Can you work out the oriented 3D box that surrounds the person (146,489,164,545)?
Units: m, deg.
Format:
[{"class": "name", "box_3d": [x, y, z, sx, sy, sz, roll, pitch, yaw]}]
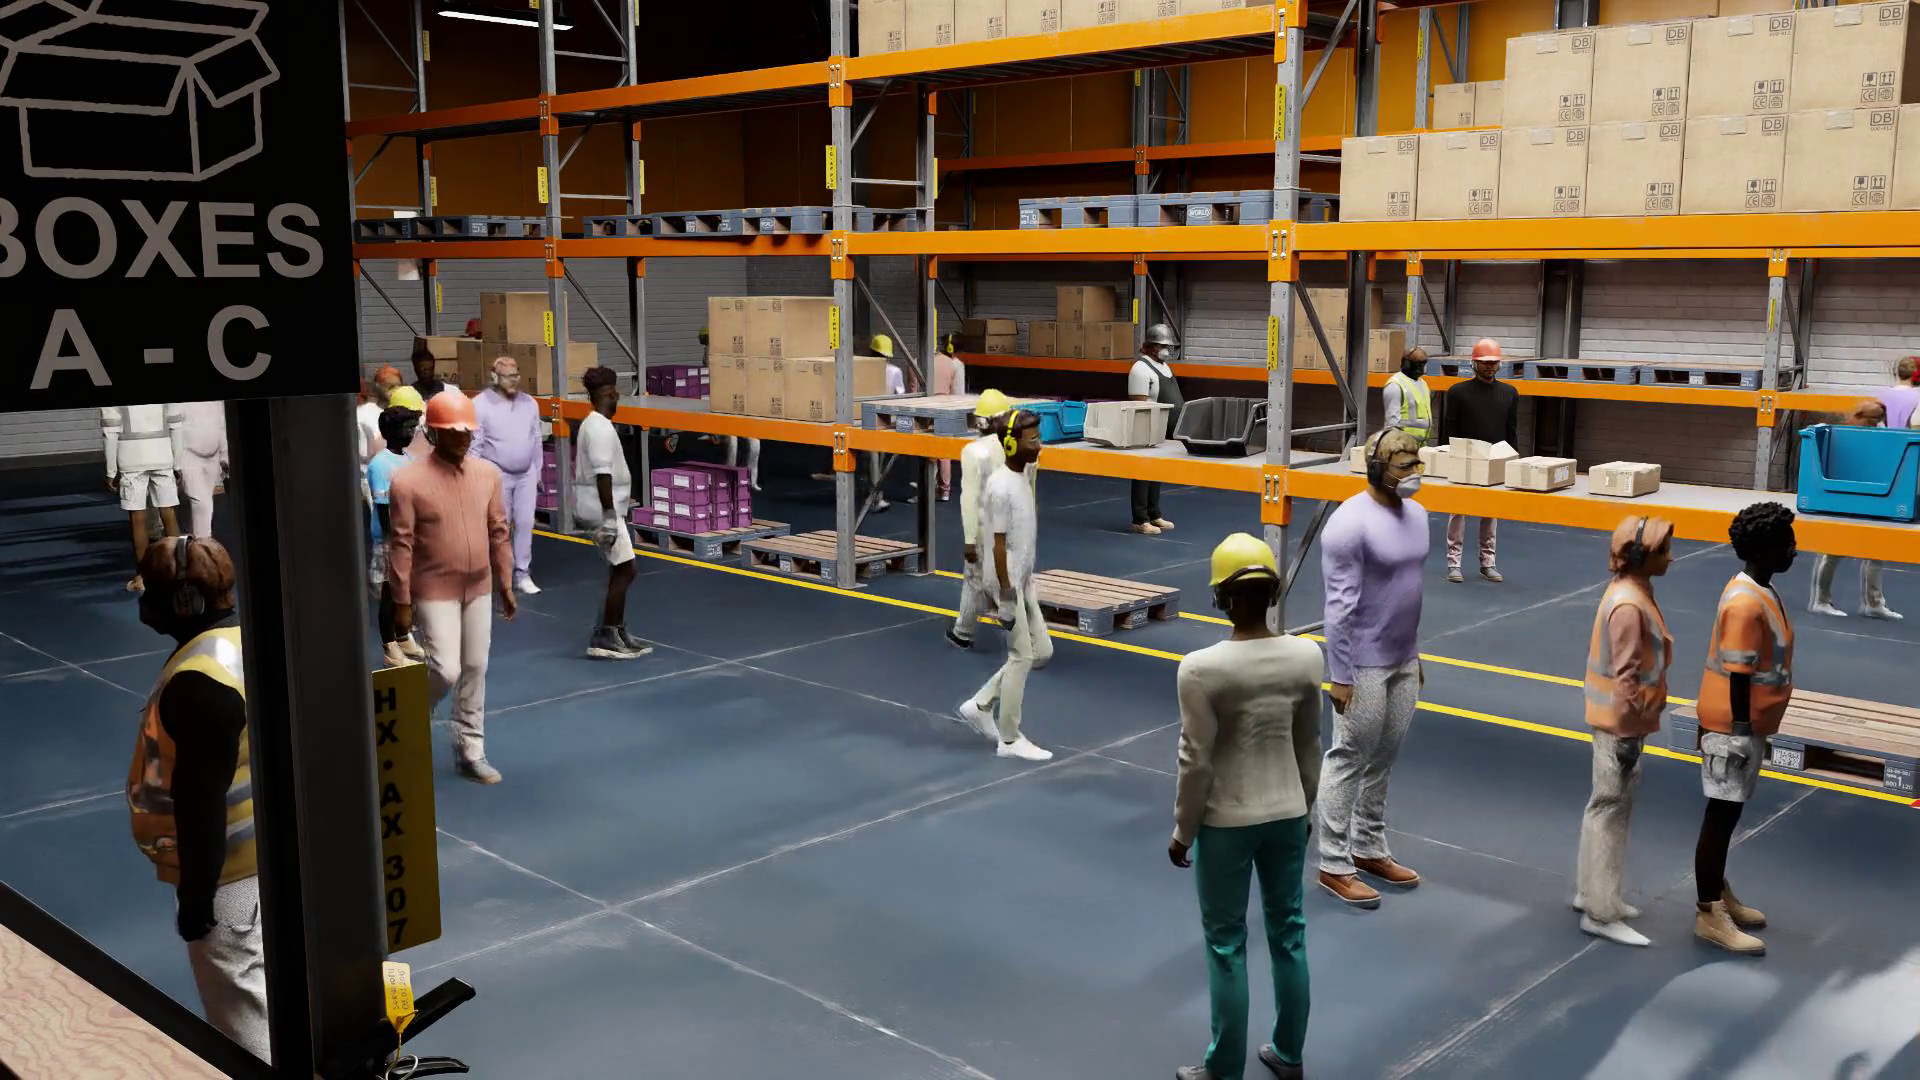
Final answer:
[{"class": "person", "box_3d": [-7.267, -0.794, 15.115, 0.709, 1.796, 0.599, 6, 11, 33]}]

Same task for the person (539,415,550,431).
[{"class": "person", "box_3d": [-5.070, -1.593, 19.632, 0.392, 1.921, 0.550, 1, 9, 8]}]

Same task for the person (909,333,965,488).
[{"class": "person", "box_3d": [-0.064, -1.476, 19.251, 0.998, 1.829, 0.520, 1, 9, 7]}]

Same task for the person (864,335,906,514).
[{"class": "person", "box_3d": [-0.855, -1.223, 17.560, 0.586, 1.862, 0.956, -5, 11, -29]}]

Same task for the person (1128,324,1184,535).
[{"class": "person", "box_3d": [1.924, -1.082, 16.146, 0.536, 2.000, 0.688, 5, 10, 28]}]

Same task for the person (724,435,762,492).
[{"class": "person", "box_3d": [-2.493, -1.337, 18.997, 0.539, 1.616, 0.597, -7, 11, -36]}]

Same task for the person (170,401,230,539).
[{"class": "person", "box_3d": [-6.328, -0.653, 13.949, 0.717, 1.886, 0.659, 3, 10, 19]}]

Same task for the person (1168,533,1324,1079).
[{"class": "person", "box_3d": [0.871, 0.856, 5.137, 0.527, 1.757, 0.340, -4, 10, -24]}]

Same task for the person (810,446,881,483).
[{"class": "person", "box_3d": [-1.355, -1.577, 19.929, 0.946, 1.804, 0.524, 3, 10, 18]}]

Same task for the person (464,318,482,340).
[{"class": "person", "box_3d": [-6.289, -1.995, 22.135, 0.647, 1.918, 0.557, -9, 13, -42]}]

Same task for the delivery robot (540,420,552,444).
[{"class": "delivery robot", "box_3d": [-5.916, -1.505, 22.985, 0.477, 0.478, 0.707, 4, 10, 23]}]

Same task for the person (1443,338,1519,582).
[{"class": "person", "box_3d": [4.257, -0.645, 13.608, 0.609, 1.996, 0.379, 0, 9, -2]}]

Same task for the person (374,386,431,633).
[{"class": "person", "box_3d": [-3.857, -0.206, 11.684, 0.461, 1.742, 0.542, 5, 11, 29]}]

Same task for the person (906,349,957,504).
[{"class": "person", "box_3d": [-0.346, -1.336, 18.135, 0.639, 1.902, 0.407, -7, 12, -37]}]

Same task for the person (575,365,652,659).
[{"class": "person", "box_3d": [-2.296, -0.178, 10.969, 0.452, 1.929, 0.650, -2, 10, -13]}]

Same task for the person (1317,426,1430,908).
[{"class": "person", "box_3d": [1.690, 0.500, 6.761, 0.635, 1.937, 0.352, -9, 13, -44]}]

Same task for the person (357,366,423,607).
[{"class": "person", "box_3d": [-4.327, -0.405, 12.649, 0.593, 1.820, 1.023, -9, 13, -43]}]

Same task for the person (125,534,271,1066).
[{"class": "person", "box_3d": [-2.102, 0.891, 4.705, 0.431, 1.836, 0.616, -3, 10, -16]}]

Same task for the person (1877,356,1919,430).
[{"class": "person", "box_3d": [8.285, -0.732, 14.732, 0.945, 1.807, 0.580, -2, 9, -11]}]

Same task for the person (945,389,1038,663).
[{"class": "person", "box_3d": [0.228, -0.091, 10.849, 0.611, 1.783, 0.954, -6, 11, -31]}]

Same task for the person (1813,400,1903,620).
[{"class": "person", "box_3d": [6.585, -0.204, 12.081, 0.500, 1.609, 0.694, -6, 11, -34]}]

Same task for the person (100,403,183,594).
[{"class": "person", "box_3d": [-6.464, -0.596, 13.159, 0.608, 2.045, 0.392, -9, 13, -43]}]

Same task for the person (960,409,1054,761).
[{"class": "person", "box_3d": [0.283, 0.235, 8.654, 0.440, 1.848, 0.541, 2, 10, 14]}]

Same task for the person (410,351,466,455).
[{"class": "person", "box_3d": [-4.665, -0.742, 14.662, 0.590, 1.864, 1.052, -6, 11, -34]}]

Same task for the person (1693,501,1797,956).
[{"class": "person", "box_3d": [2.972, 0.693, 6.314, 0.322, 1.697, 0.536, 5, 11, 30]}]

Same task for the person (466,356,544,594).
[{"class": "person", "box_3d": [-3.617, -0.517, 13.174, 0.626, 1.886, 0.653, 9, 13, 44]}]

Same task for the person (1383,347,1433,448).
[{"class": "person", "box_3d": [4.189, -0.883, 15.562, 0.430, 1.835, 0.624, 8, 12, 41]}]

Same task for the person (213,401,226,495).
[{"class": "person", "box_3d": [-8.608, -1.426, 18.862, 0.636, 1.842, 0.429, 7, 12, 36]}]

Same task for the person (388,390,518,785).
[{"class": "person", "box_3d": [-2.505, 0.244, 8.220, 0.504, 1.981, 0.628, 7, 12, 37]}]

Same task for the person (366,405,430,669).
[{"class": "person", "box_3d": [-3.603, -0.022, 10.699, 0.318, 1.696, 0.533, 0, 9, 3]}]

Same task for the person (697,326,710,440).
[{"class": "person", "box_3d": [-3.629, -2.345, 24.914, 0.618, 1.706, 0.522, 0, 9, -3]}]

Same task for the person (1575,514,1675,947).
[{"class": "person", "box_3d": [2.550, 0.711, 6.381, 0.310, 1.639, 0.522, 4, 10, 21]}]
